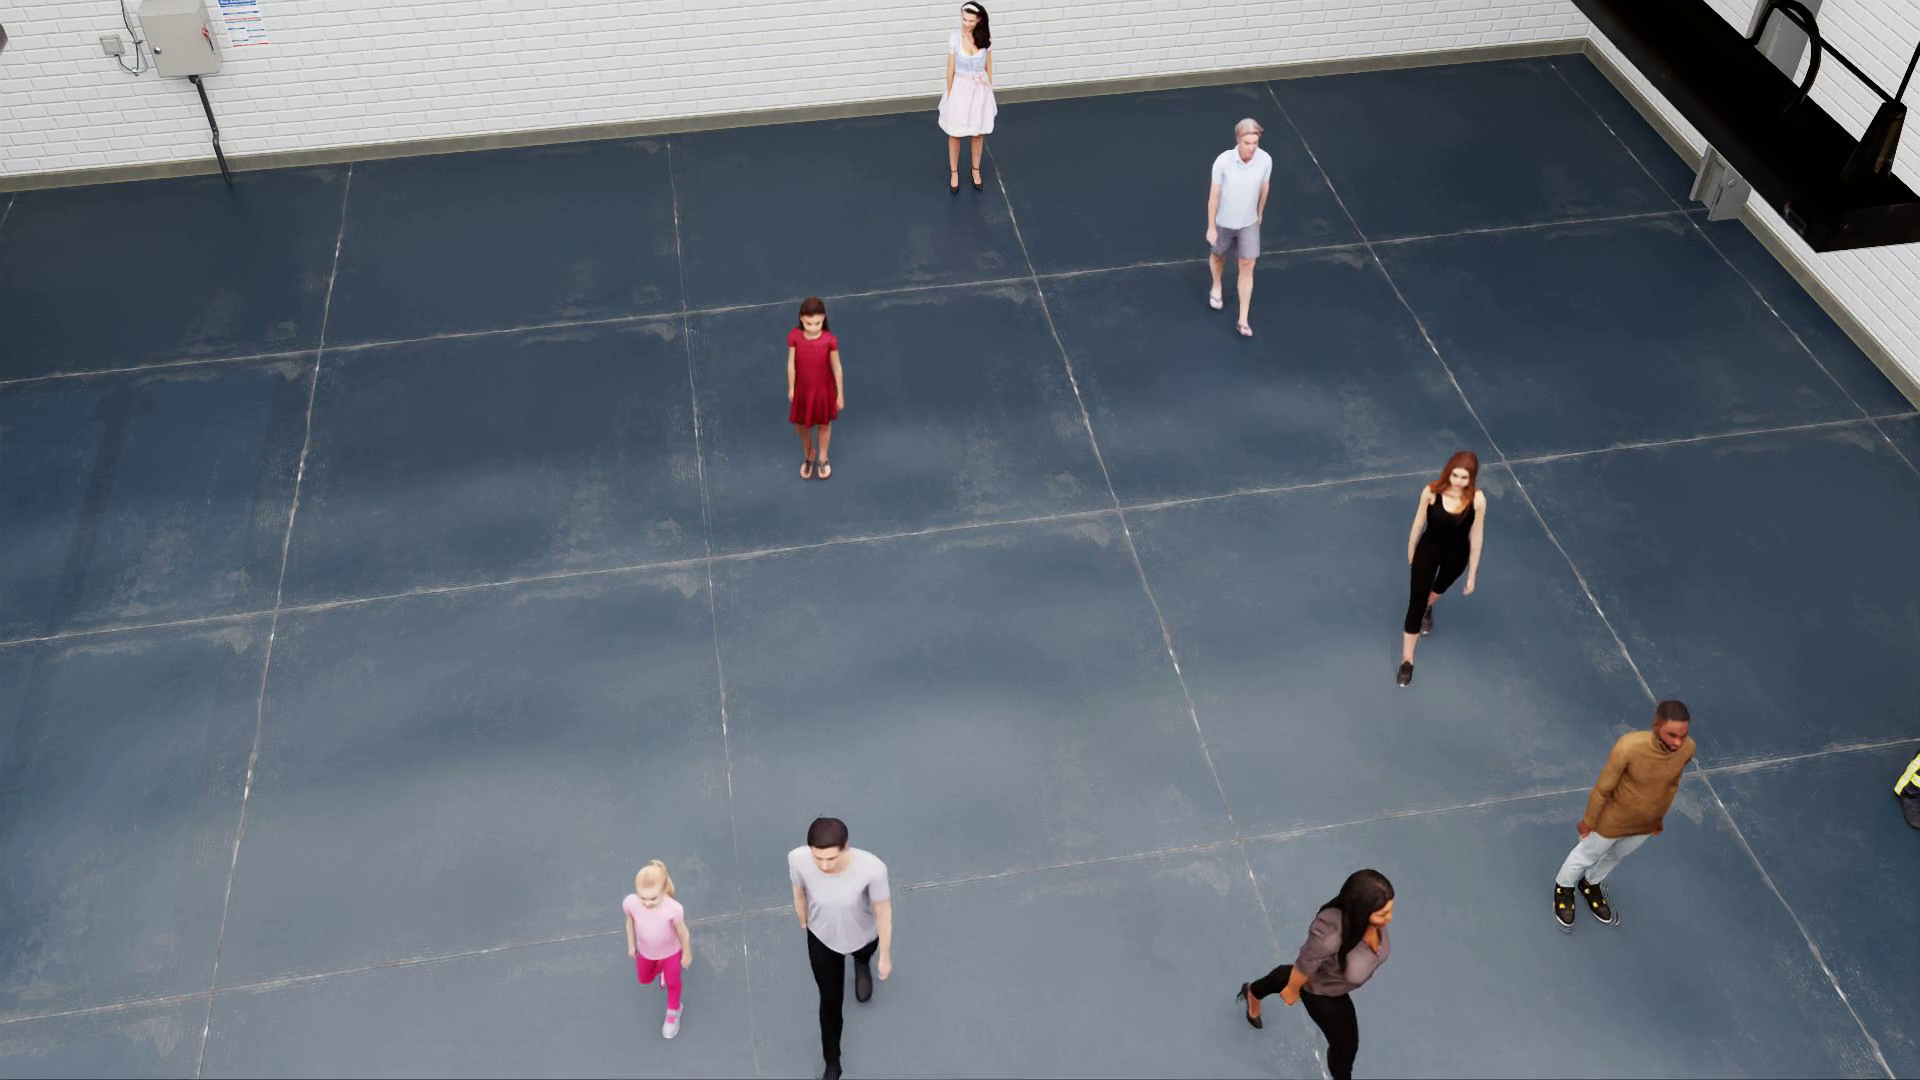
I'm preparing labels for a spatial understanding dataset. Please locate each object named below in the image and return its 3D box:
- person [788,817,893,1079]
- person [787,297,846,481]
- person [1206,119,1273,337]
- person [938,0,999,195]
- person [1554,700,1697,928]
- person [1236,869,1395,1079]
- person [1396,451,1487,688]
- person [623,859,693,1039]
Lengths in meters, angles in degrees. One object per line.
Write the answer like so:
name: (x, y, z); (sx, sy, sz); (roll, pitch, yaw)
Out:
person: (-0.574, 1.943, 8.584); (0.890, 1.811, 1.270); (2, 44, 2)
person: (-1.043, -1.149, 12.022); (0.616, 1.545, 0.669); (1, 44, 1)
person: (2.188, -2.620, 13.381); (0.754, 1.799, 1.076); (1, 44, 1)
person: (0.079, -3.923, 14.741); (0.684, 1.811, 0.697); (-6, 44, -6)
person: (3.633, 1.473, 9.076); (0.639, 1.812, 0.532); (-6, 44, -6)
person: (1.769, 2.155, 8.380); (1.091, 1.785, 1.258); (-34, 53, -30)
person: (3.102, 0.055, 10.657); (0.913, 1.684, 1.199); (10, 45, 11)
person: (-1.584, 2.102, 8.812); (0.618, 1.265, 0.749); (6, 44, 6)
